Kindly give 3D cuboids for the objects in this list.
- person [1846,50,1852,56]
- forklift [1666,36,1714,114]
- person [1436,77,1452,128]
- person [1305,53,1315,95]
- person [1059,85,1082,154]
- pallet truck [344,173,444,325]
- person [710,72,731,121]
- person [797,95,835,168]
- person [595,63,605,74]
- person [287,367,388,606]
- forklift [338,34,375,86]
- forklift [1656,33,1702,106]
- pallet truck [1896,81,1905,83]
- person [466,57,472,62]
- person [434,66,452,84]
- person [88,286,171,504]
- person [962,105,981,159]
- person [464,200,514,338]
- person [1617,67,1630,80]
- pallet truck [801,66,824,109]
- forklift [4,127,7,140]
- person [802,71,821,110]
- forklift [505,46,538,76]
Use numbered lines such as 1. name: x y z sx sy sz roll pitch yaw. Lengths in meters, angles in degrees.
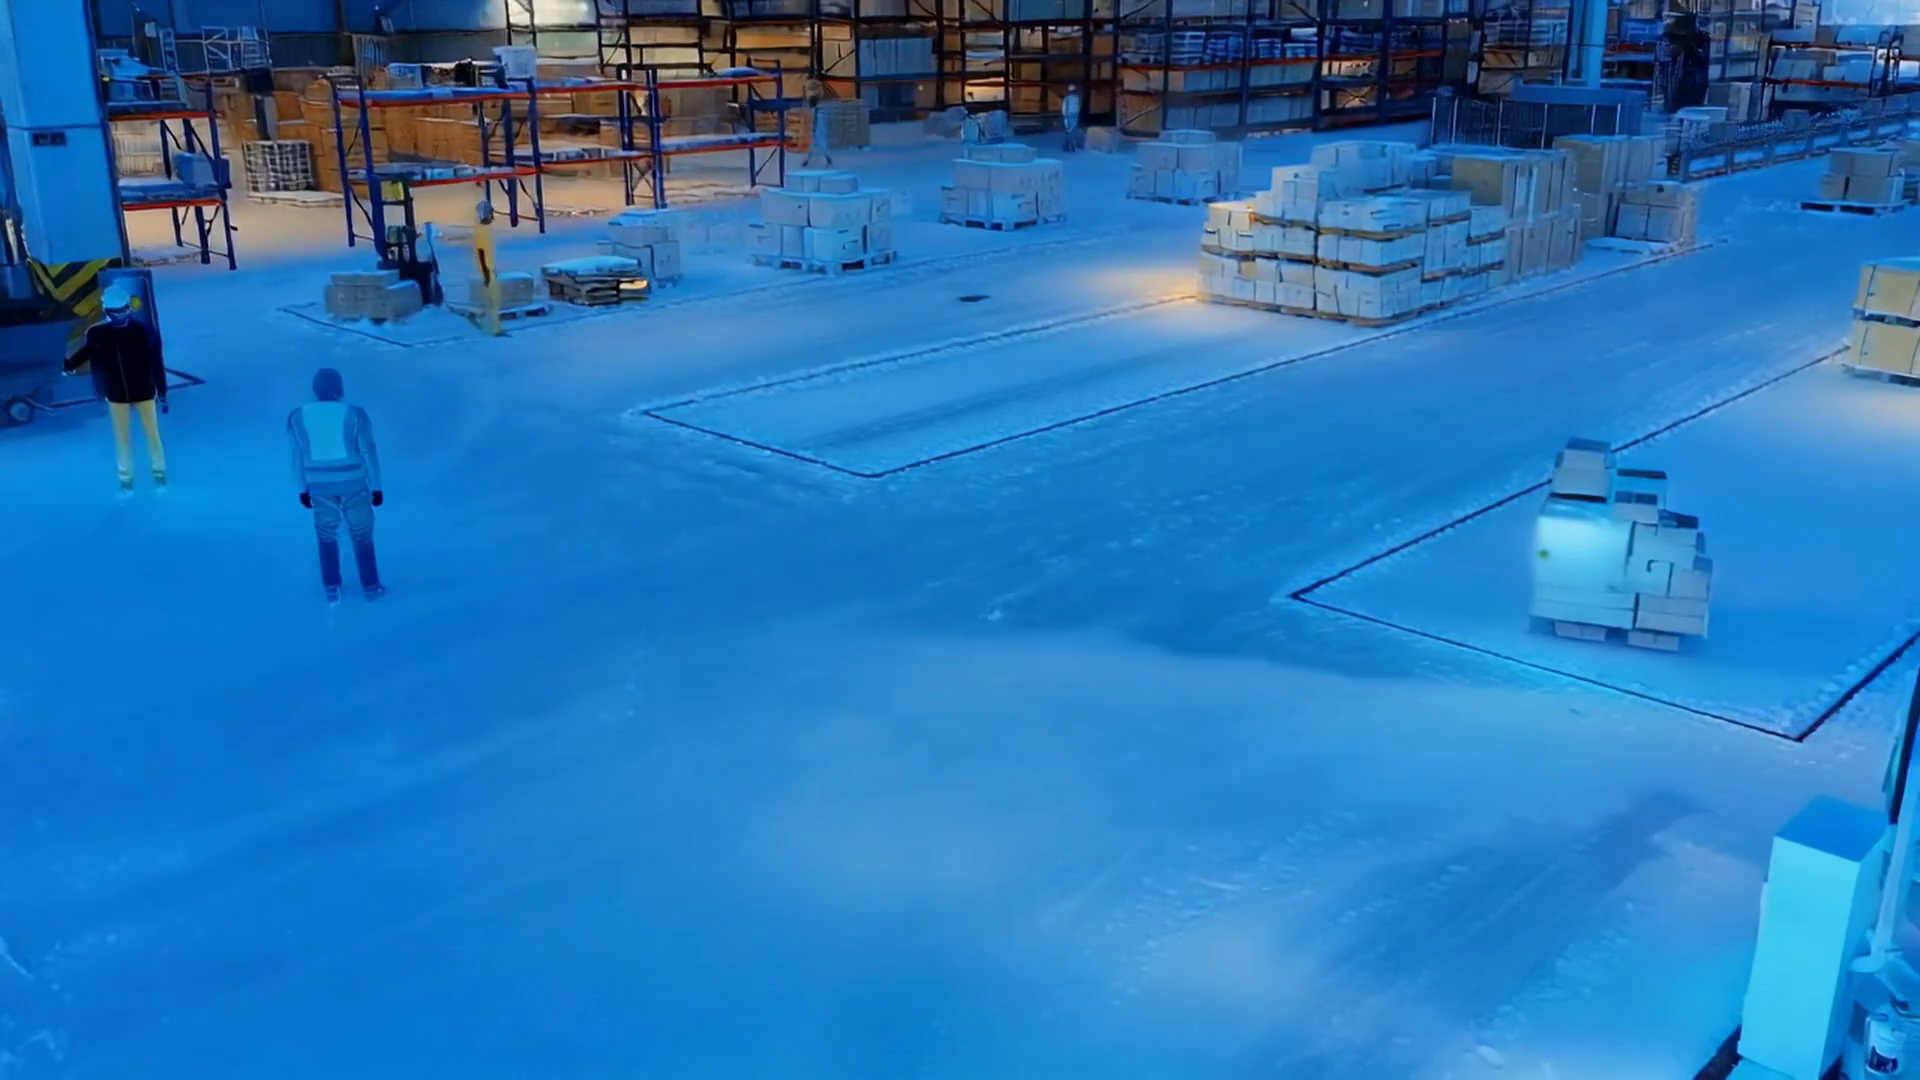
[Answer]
1. person: 42.728 -22.703 80.028 0.488 1.707 0.864 -5 19 -14
2. forklift: 27.341 -17.291 61.877 1.129 2.768 1.873 17 25 41
3. person: 16.244 -14.691 55.912 0.392 1.680 0.534 -17 25 -41
4. person: 15.456 -20.606 73.416 0.418 1.906 0.688 -15 23 -38
5. person: 3.152 -12.019 47.530 0.675 1.895 0.565 -8 20 -22
6. pallet truck: -8.209 -4.181 23.757 0.823 1.965 1.885 3 19 9
7. person: -8.252 -15.193 57.178 0.978 1.877 0.643 16 24 40
8. person: -3.770 -10.748 43.758 1.024 1.868 0.590 -4 19 -12
9. person: -14.778 -18.873 68.588 0.515 1.636 0.314 -5 19 -15
10. person: -4.700 -0.402 12.616 0.634 1.842 0.429 -2 18 -6
11. forklift: -23.295 -18.352 65.074 1.129 2.768 1.873 17 25 41
12. forklift: 28.881 -18.773 66.342 1.129 2.768 1.873 17 25 41
13. pallet truck: 34.802 -16.331 61.455 0.653 1.274 1.630 17 25 41
14. person: -19.606 -18.430 66.856 0.985 1.893 0.656 11 21 29
15. person: -17.888 -15.391 57.575 0.614 1.964 0.750 -9 20 -25
16. person: -7.556 -1.326 15.157 0.611 1.996 0.378 -7 19 -19
17. person: 0.320 -10.384 42.961 0.540 1.678 0.702 -7 20 -21
18. person: -6.371 -3.630 22.329 0.581 1.850 0.533 -1 18 -2
19. person: 25.198 -17.091 63.170 0.732 1.669 0.552 -17 25 -42
20. pallet truck: -4.812 -15.182 56.903 0.823 1.965 1.885 -9 21 -26
21. forklift: -29.475 -13.794 51.341 1.129 2.768 1.873 17 25 41
22. person: -4.911 -14.531 55.075 0.619 1.920 0.994 -8 20 -23
23. forklift: -13.633 -14.047 52.103 1.129 2.768 1.873 0 18 0
